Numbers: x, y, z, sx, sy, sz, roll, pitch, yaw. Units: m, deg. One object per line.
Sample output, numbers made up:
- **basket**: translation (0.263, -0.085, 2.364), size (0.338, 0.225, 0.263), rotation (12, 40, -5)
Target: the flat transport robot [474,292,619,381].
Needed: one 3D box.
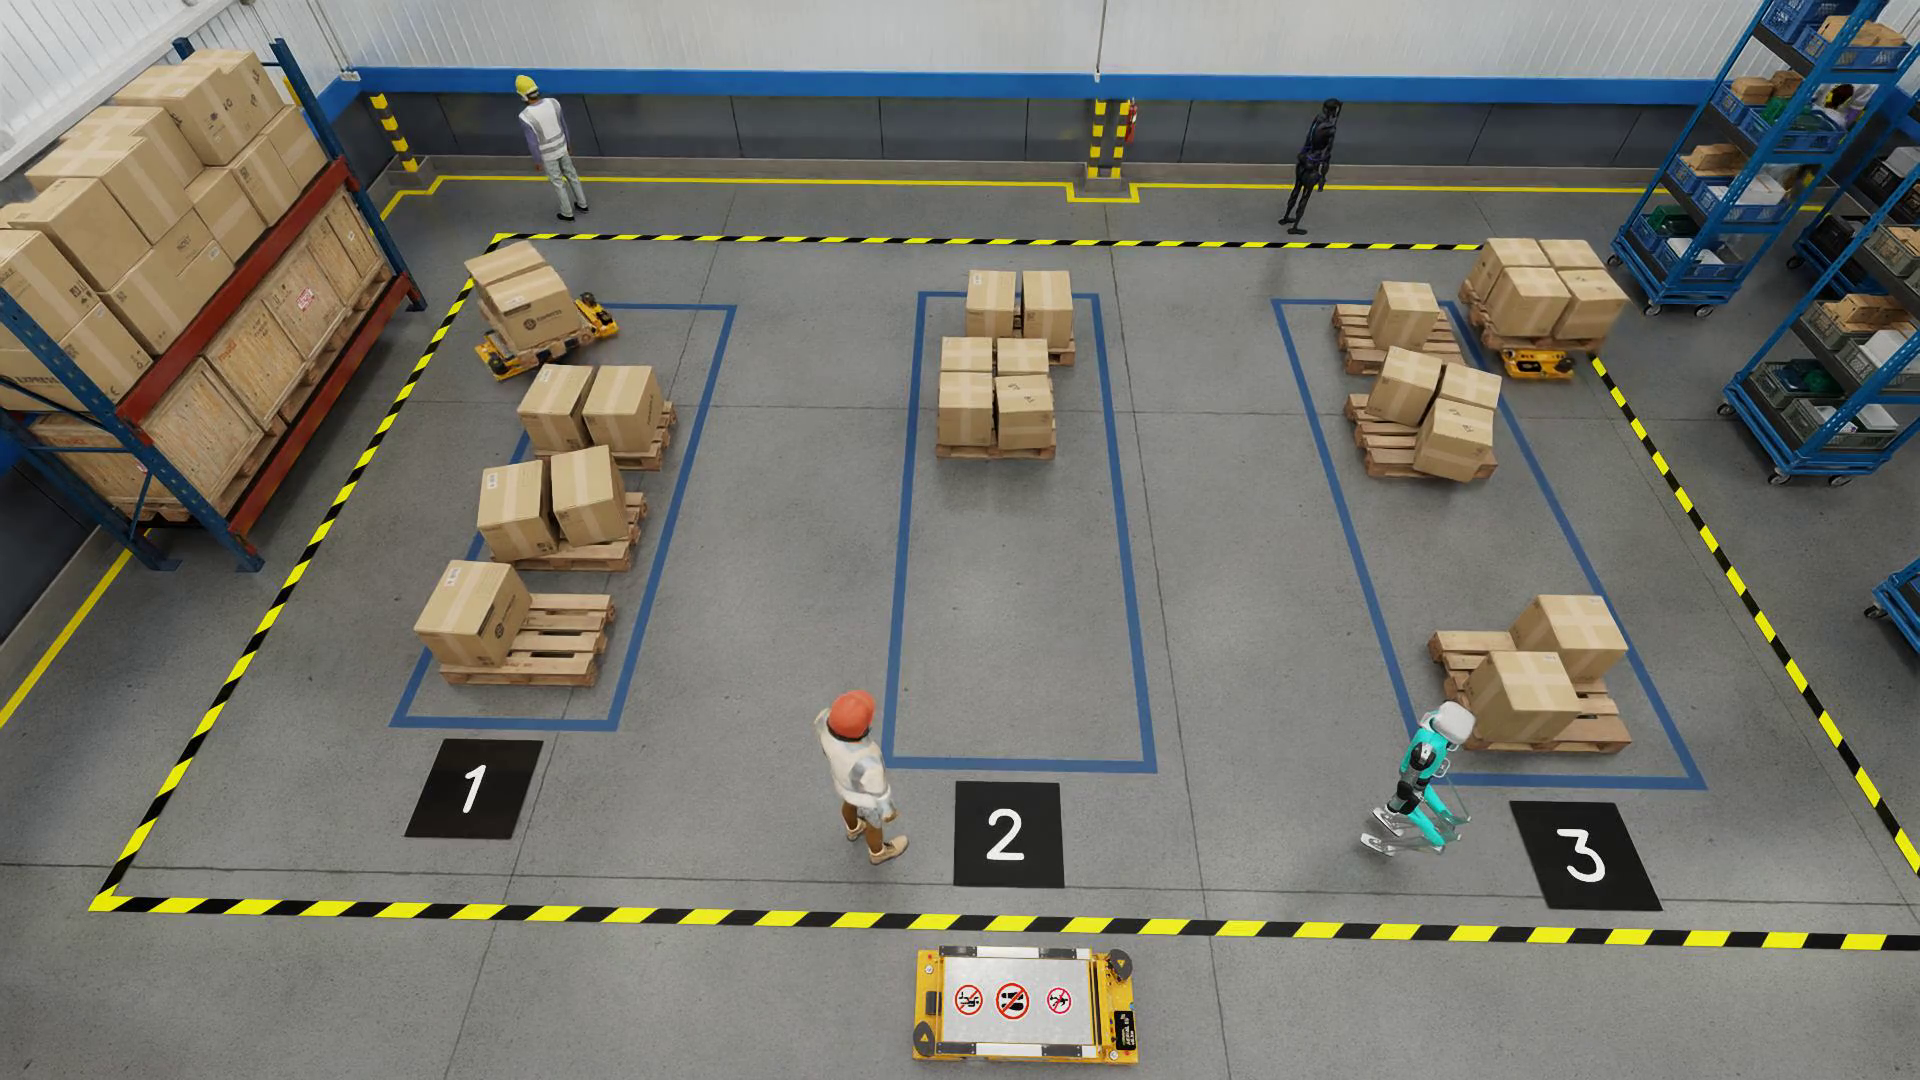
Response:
- **flat transport robot**: translation (-4.687, -2.327, 10.365), size (1.431, 0.197, 0.652), rotation (-32, 58, -24)

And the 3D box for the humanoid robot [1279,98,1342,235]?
- **humanoid robot**: translation (4.352, -4.633, 11.345), size (0.315, 1.655, 0.599), rotation (-8, 51, -6)

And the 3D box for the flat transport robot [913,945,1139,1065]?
- **flat transport robot**: translation (0.422, 3.041, 6.007), size (1.431, 0.231, 0.659), rotation (1, 51, 1)

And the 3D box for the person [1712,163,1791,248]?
- **person**: translation (9.319, -4.059, 10.842), size (0.492, 1.742, 0.318), rotation (-16, 53, -12)

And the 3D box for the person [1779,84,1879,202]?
- **person**: translation (10.964, -5.319, 11.684), size (0.388, 2.034, 0.604), rotation (-35, 59, -25)

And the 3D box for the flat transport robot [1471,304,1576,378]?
- **flat transport robot**: translation (6.375, -2.386, 10.413), size (0.652, 0.197, 1.431), rotation (1, 51, 1)

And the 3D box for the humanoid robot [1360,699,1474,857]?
- **humanoid robot**: translation (3.164, 1.699, 6.064), size (0.735, 1.681, 0.533), rotation (35, 59, 25)

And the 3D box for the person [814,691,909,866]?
- **person**: translation (-0.634, 1.580, 6.053), size (0.370, 2.043, 0.613), rotation (-36, 59, -26)

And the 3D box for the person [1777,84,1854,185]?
- **person**: translation (10.157, -4.630, 11.246), size (0.576, 1.836, 0.587), rotation (22, 54, 17)

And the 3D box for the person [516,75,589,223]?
- **person**: translation (-5.109, -4.867, 11.448), size (0.404, 1.827, 0.586), rotation (25, 55, 19)
